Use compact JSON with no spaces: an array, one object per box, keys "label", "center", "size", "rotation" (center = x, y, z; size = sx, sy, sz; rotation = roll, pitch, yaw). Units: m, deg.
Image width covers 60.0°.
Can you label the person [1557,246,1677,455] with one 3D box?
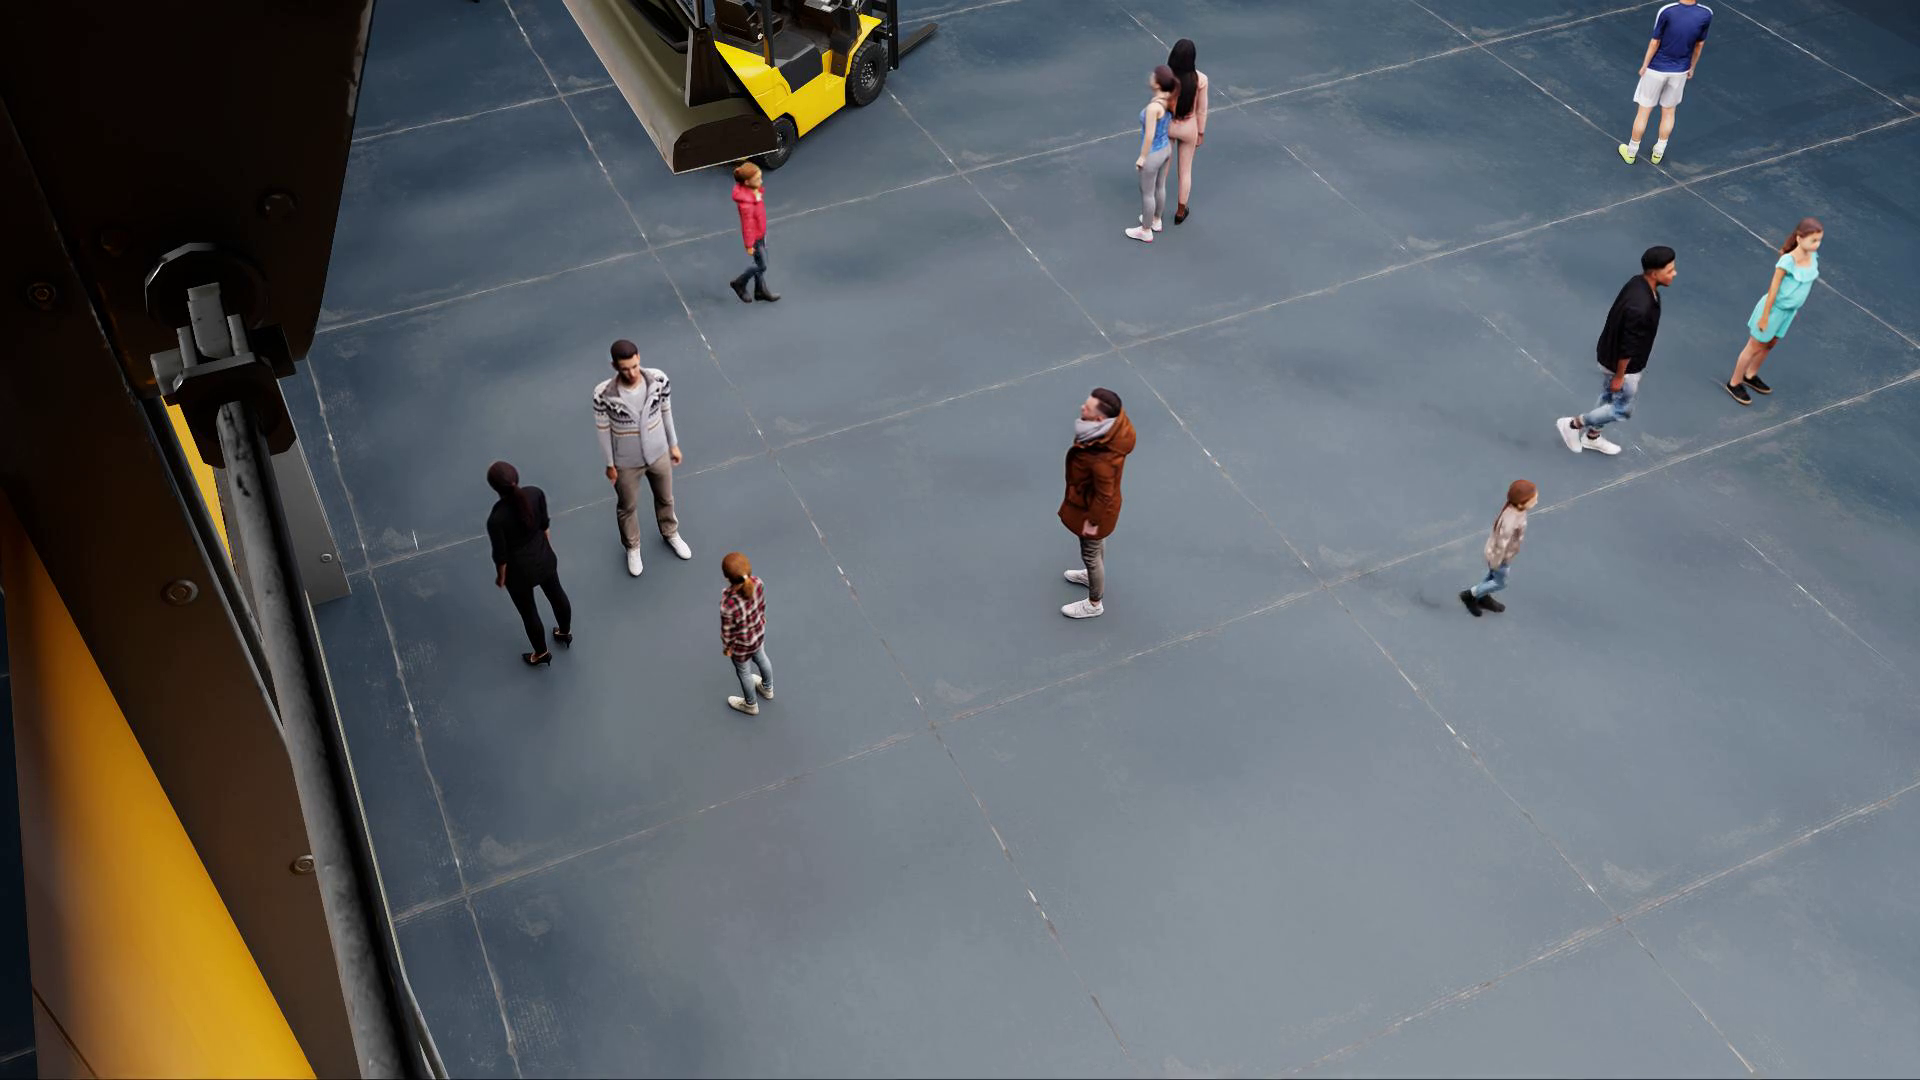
[{"label":"person","center":[4.711,-1.351,12.034],"size":[0.939,1.800,0.881],"rotation":[16,46,16]}]

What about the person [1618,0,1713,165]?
[{"label":"person","center":[6.419,-4.284,15.086],"size":[0.712,1.836,0.703],"rotation":[2,44,2]}]

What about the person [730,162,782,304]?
[{"label":"person","center":[-1.742,-2.507,13.604],"size":[0.729,1.308,0.683],"rotation":[6,44,6]}]

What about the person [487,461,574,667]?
[{"label":"person","center":[-2.740,0.154,10.554],"size":[0.698,1.661,0.686],"rotation":[28,50,26]}]

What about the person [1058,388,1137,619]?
[{"label":"person","center":[0.888,-0.255,10.854],"size":[0.905,1.839,0.822],"rotation":[5,44,5]}]

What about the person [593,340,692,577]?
[{"label":"person","center":[-2.158,-0.603,11.204],"size":[0.681,1.862,0.561],"rotation":[-19,47,-19]}]

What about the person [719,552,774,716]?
[{"label":"person","center":[-1.338,0.577,10.368],"size":[0.631,1.305,0.609],"rotation":[27,50,25]}]

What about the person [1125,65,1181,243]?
[{"label":"person","center":[1.666,-3.320,14.238],"size":[0.698,1.610,0.663],"rotation":[25,49,24]}]

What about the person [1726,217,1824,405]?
[{"label":"person","center":[6.220,-1.764,12.643],"size":[0.556,1.557,0.548],"rotation":[-21,47,-20]}]

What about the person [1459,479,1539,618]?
[{"label":"person","center":[3.545,0.040,11.017],"size":[0.660,1.187,0.601],"rotation":[16,46,17]}]

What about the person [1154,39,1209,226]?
[{"label":"person","center":[1.873,-3.519,14.366],"size":[0.703,1.721,0.727],"rotation":[7,44,8]}]
